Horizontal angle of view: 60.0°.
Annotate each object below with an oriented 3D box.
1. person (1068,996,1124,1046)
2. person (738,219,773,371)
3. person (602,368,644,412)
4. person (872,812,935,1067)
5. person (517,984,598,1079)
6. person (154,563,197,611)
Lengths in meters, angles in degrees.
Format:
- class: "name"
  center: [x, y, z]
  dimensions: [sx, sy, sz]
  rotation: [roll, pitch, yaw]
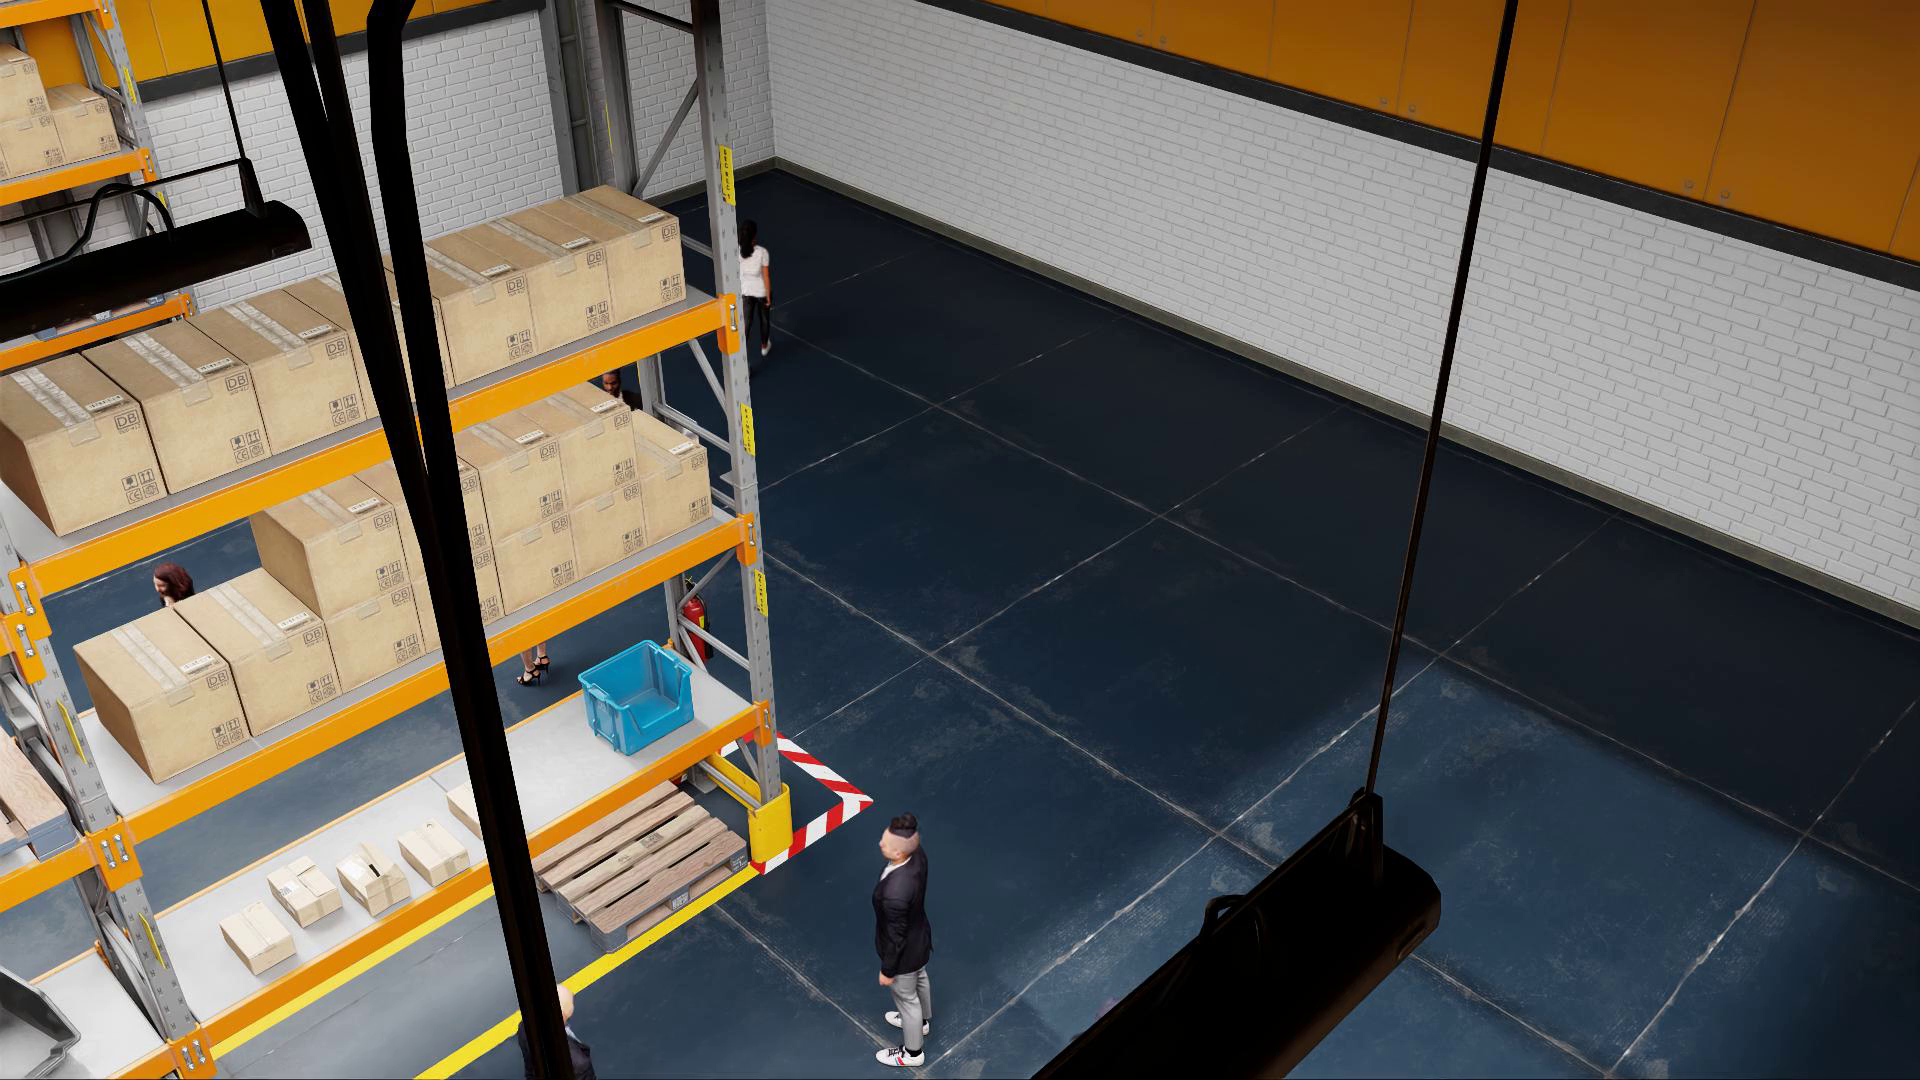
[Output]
- class: "person"
  center: [0.780, 3.120, 8.803]
  dimensions: [0.721, 1.893, 0.646]
  rotation: [21, 39, 29]
- class: "person"
  center: [-2.209, -2.577, 17.620]
  dimensions: [0.963, 1.622, 1.106]
  rotation: [5, 34, 7]
- class: "person"
  center: [-2.961, -0.775, 14.801]
  dimensions: [1.241, 1.740, 1.162]
  rotation: [-6, 34, -9]
- class: "person"
  center: [-0.323, 2.359, 9.892]
  dimensions: [0.859, 1.956, 0.747]
  rotation: [6, 34, 9]
- class: "person"
  center: [-2.167, 3.112, 8.921]
  dimensions: [0.758, 1.776, 1.183]
  rotation: [26, 41, 33]
- class: "person"
  center: [-5.530, 0.883, 12.268]
  dimensions: [0.784, 1.783, 0.936]
  rotation: [13, 36, 18]
